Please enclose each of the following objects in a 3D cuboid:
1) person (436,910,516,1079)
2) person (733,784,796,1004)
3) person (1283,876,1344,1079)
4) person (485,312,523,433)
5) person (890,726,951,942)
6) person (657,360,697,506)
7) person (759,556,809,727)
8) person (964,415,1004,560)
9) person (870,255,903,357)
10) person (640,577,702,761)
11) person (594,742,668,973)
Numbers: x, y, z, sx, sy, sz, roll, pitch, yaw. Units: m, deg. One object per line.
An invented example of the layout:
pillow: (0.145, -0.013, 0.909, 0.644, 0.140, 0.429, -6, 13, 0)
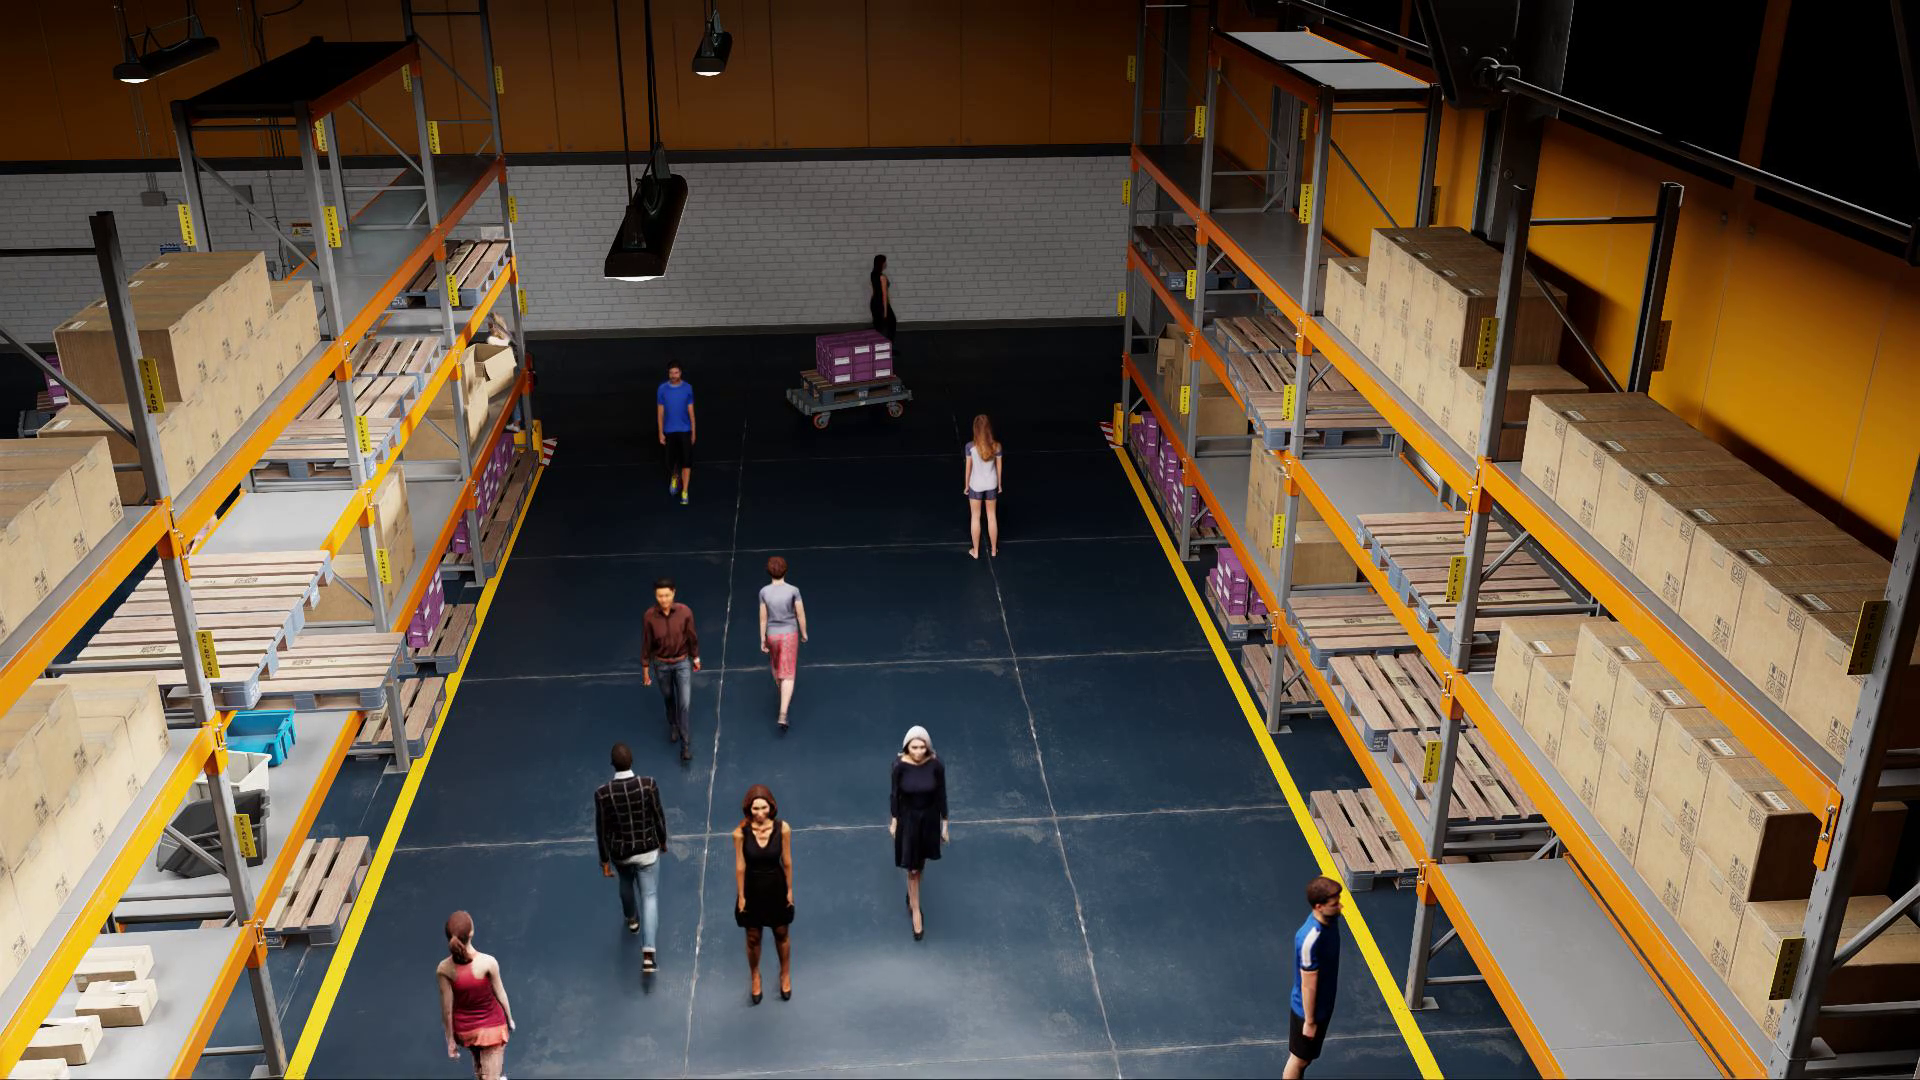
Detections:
person: (-3.075, 3.187, 10.582, 0.618, 1.713, 1.178, 0, 24, -1)
person: (-1.394, 2.541, 11.909, 0.600, 1.833, 0.550, -4, 24, -9)
person: (2.296, 2.986, 10.849, 0.803, 1.865, 0.685, 10, 26, 22)
person: (-6.327, -2.315, 23.196, 0.995, 1.691, 1.046, 10, 26, 22)
person: (-0.336, 2.170, 12.885, 0.645, 1.732, 0.804, -6, 24, -13)
person: (-3.545, -1.390, 20.868, 0.637, 1.861, 0.773, -3, 24, -7)
person: (-1.685, 0.981, 15.740, 0.739, 1.623, 1.160, 3, 24, 7)
person: (0.270, -0.620, 19.270, 0.621, 1.729, 0.562, -4, 24, -10)
person: (-1.317, -3.653, 26.276, 0.844, 1.675, 0.796, -15, 28, -31)
person: (-2.658, 1.111, 15.297, 0.739, 1.740, 1.067, -4, 24, -9)
person: (-2.411, 2.370, 12.356, 0.696, 1.789, 1.196, -3, 24, -7)
